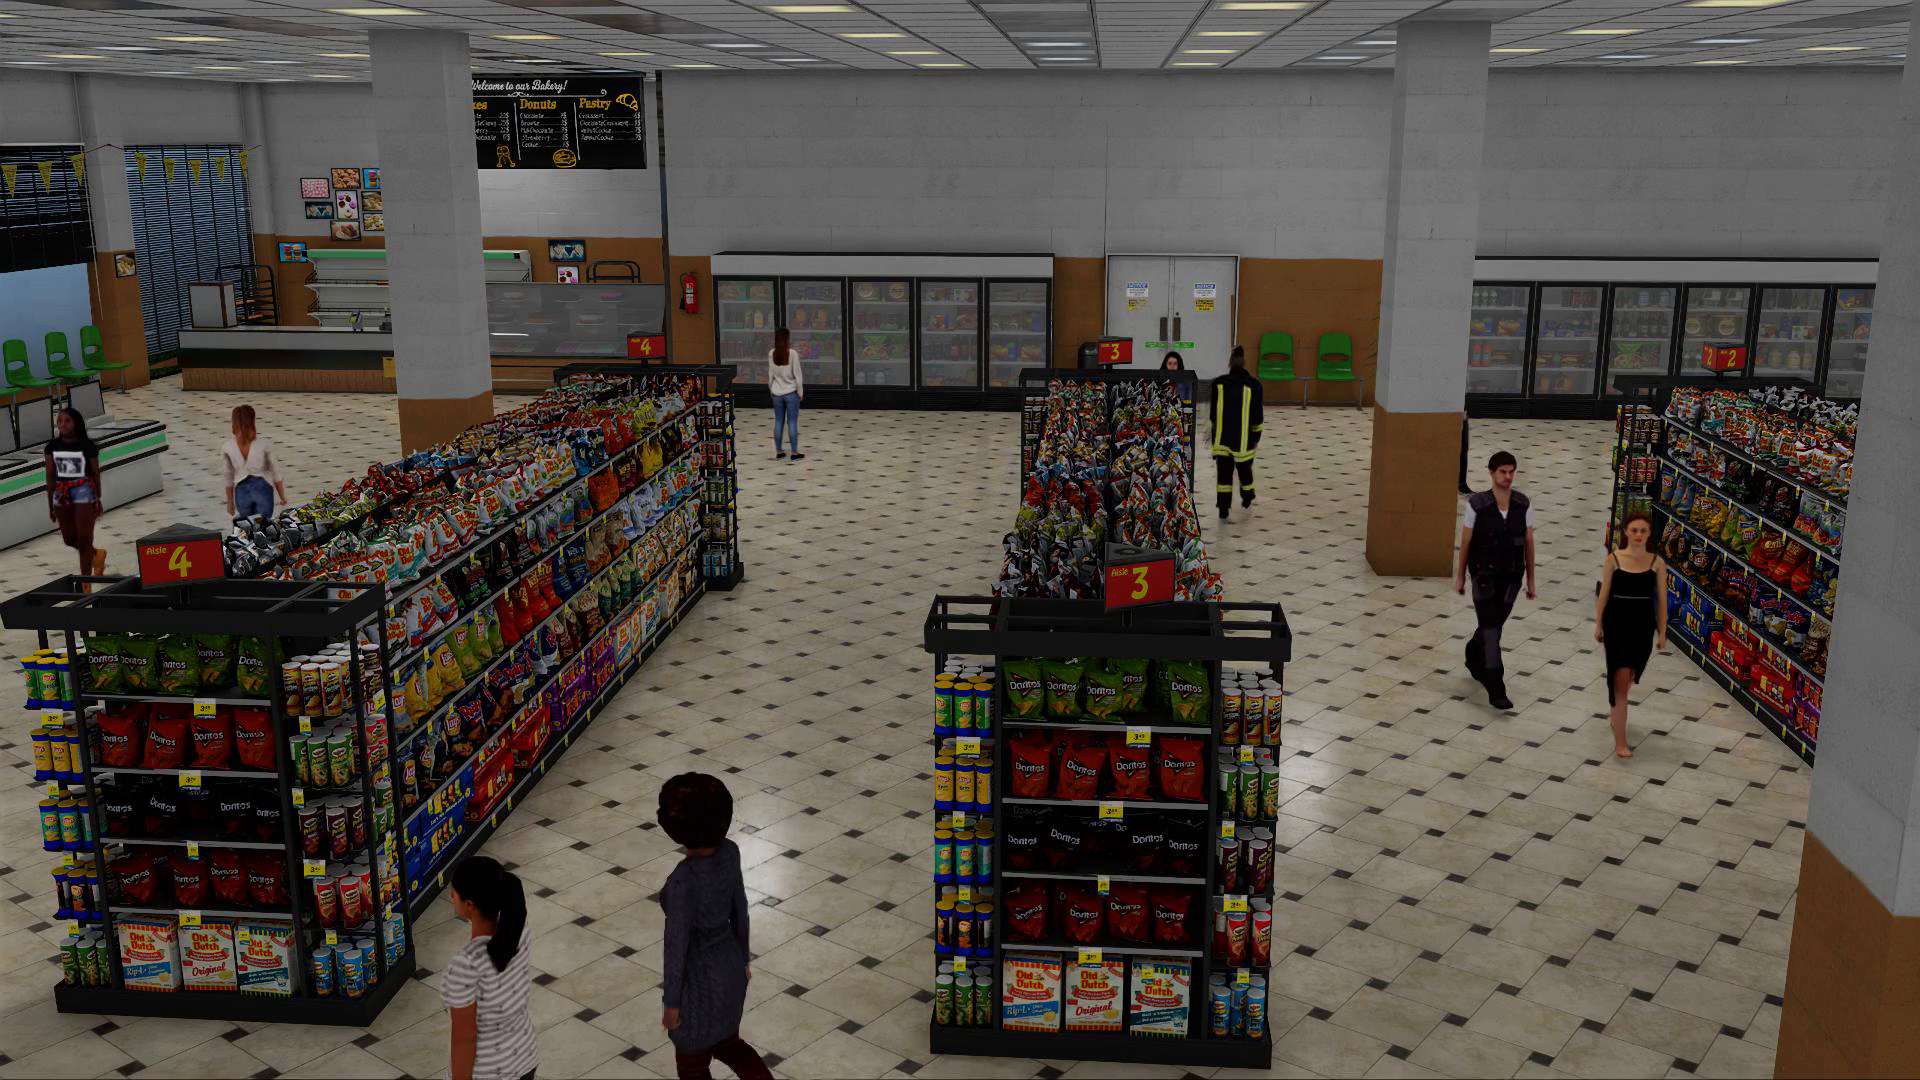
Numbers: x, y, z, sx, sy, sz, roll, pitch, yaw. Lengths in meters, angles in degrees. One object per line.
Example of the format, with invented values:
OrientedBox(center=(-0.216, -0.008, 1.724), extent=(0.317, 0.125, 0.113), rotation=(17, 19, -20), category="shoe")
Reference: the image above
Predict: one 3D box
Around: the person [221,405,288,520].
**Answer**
OrientedBox(center=(-6.287, -0.318, 14.771), extent=(0.712, 1.689, 1.002), rotation=(-1, 14, -3), category="person")

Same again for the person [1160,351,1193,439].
OrientedBox(center=(2.327, -1.171, 18.221), extent=(0.617, 1.722, 1.146), rotation=(2, 14, 6), category="person")

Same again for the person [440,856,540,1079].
OrientedBox(center=(-1.595, 1.875, 5.831), extent=(0.727, 1.642, 0.641), rotation=(6, 15, 24), category="person")

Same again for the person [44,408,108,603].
OrientedBox(center=(-7.816, -0.325, 14.767), extent=(0.701, 1.706, 1.099), rotation=(-1, 14, -5), category="person")

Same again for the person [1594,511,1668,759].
OrientedBox(center=(4.508, 0.600, 11.222), extent=(0.644, 1.579, 1.101), rotation=(3, 14, 11), category="person")

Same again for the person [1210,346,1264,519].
OrientedBox(center=(2.904, -1.111, 17.760), extent=(0.831, 1.822, 1.151), rotation=(4, 14, 14), category="person")

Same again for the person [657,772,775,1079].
OrientedBox(center=(-0.887, 1.726, 6.336), extent=(0.861, 1.693, 0.864), rotation=(6, 15, 24), category="person")

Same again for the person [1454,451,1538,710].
OrientedBox(center=(3.869, 0.267, 12.129), extent=(0.837, 1.798, 1.278), rotation=(-1, 14, -6), category="person")

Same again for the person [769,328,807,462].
OrientedBox(center=(-2.205, -1.852, 21.090), extent=(0.679, 1.692, 0.650), rotation=(6, 15, 22), category="person")
